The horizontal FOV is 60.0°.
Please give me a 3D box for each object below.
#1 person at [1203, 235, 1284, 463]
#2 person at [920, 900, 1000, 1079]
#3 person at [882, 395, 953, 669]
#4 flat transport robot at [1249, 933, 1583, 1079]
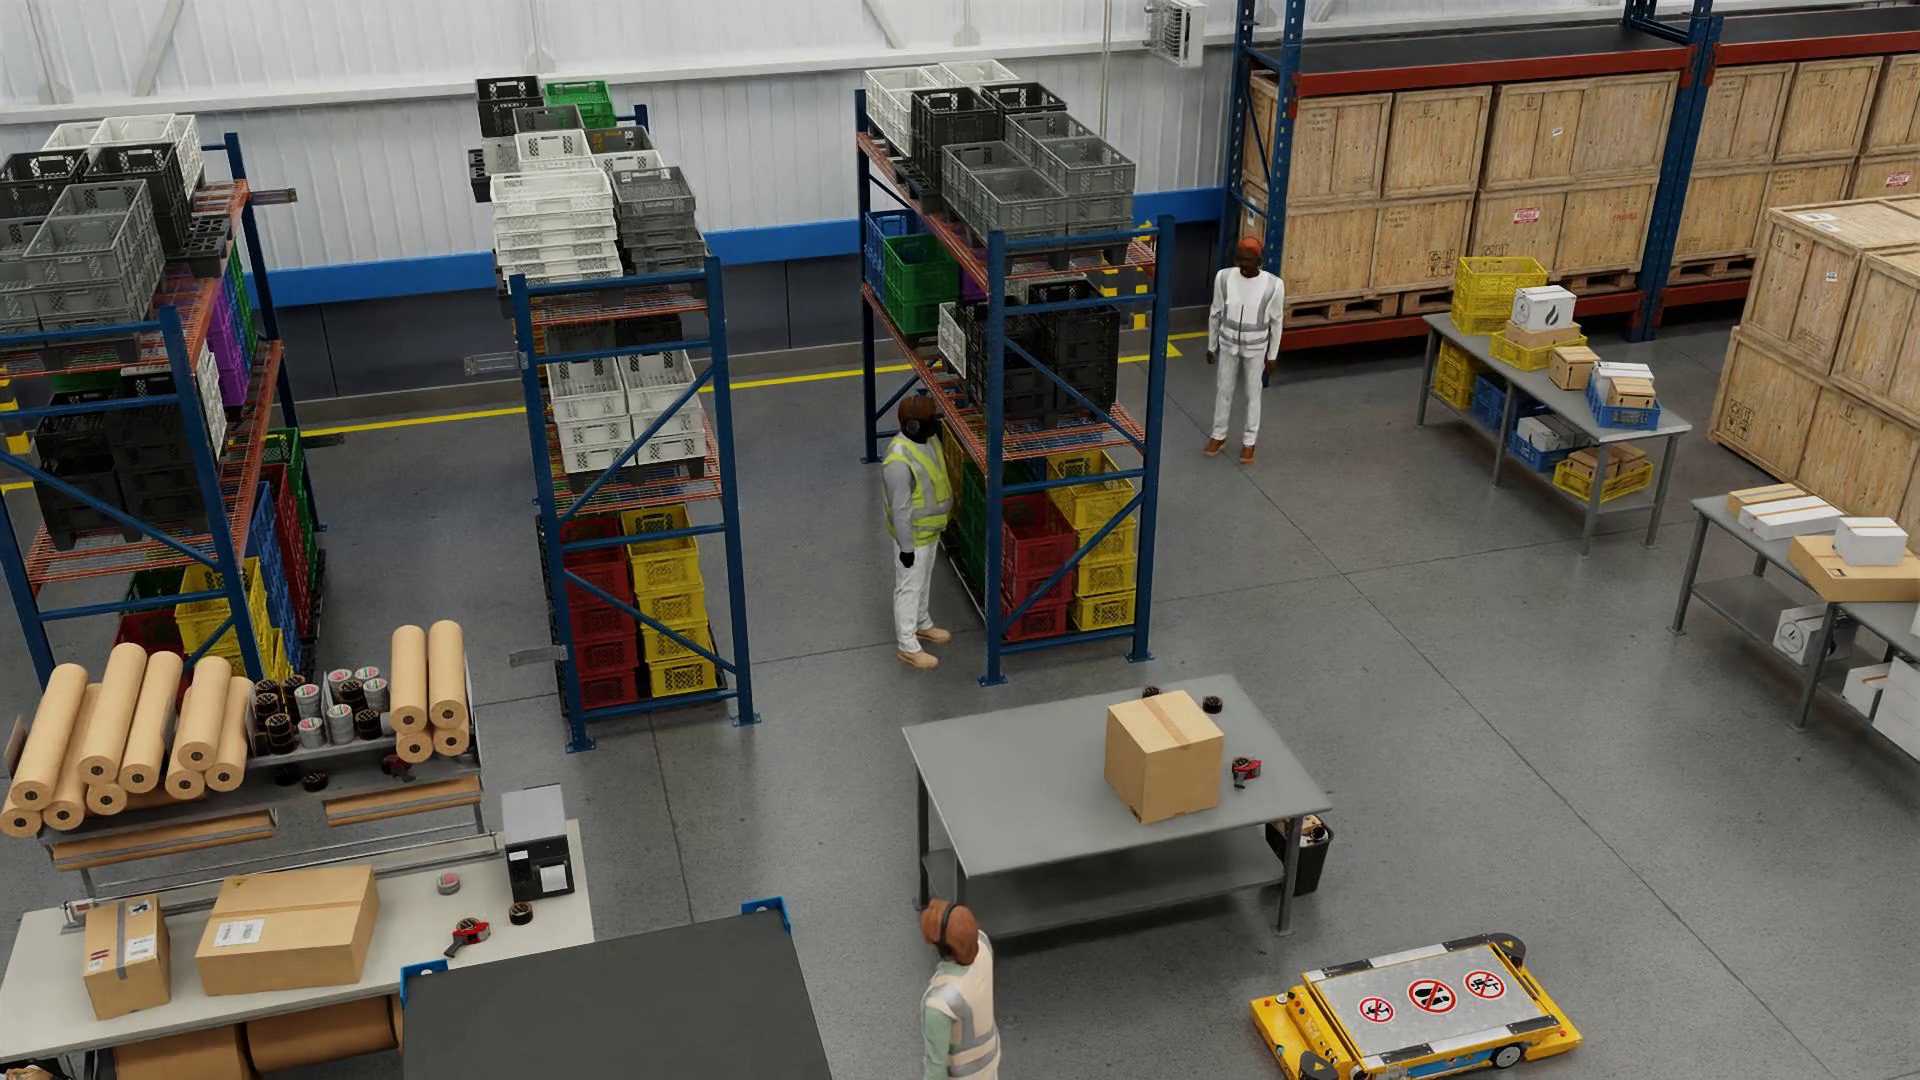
[{"bbox_3d":[2.250,-1.523,13.242,0.584,1.882,0.337,12,31,21],"label":"person"},{"bbox_3d":[0.001,2.151,6.825,0.322,1.627,0.528,11,31,19],"label":"person"},{"bbox_3d":[-0.257,-0.073,10.644,0.429,1.846,0.626,8,30,14],"label":"person"},{"bbox_3d":[2.184,2.282,7.980,1.431,0.197,0.652,-8,30,-14],"label":"flat transport robot"}]
